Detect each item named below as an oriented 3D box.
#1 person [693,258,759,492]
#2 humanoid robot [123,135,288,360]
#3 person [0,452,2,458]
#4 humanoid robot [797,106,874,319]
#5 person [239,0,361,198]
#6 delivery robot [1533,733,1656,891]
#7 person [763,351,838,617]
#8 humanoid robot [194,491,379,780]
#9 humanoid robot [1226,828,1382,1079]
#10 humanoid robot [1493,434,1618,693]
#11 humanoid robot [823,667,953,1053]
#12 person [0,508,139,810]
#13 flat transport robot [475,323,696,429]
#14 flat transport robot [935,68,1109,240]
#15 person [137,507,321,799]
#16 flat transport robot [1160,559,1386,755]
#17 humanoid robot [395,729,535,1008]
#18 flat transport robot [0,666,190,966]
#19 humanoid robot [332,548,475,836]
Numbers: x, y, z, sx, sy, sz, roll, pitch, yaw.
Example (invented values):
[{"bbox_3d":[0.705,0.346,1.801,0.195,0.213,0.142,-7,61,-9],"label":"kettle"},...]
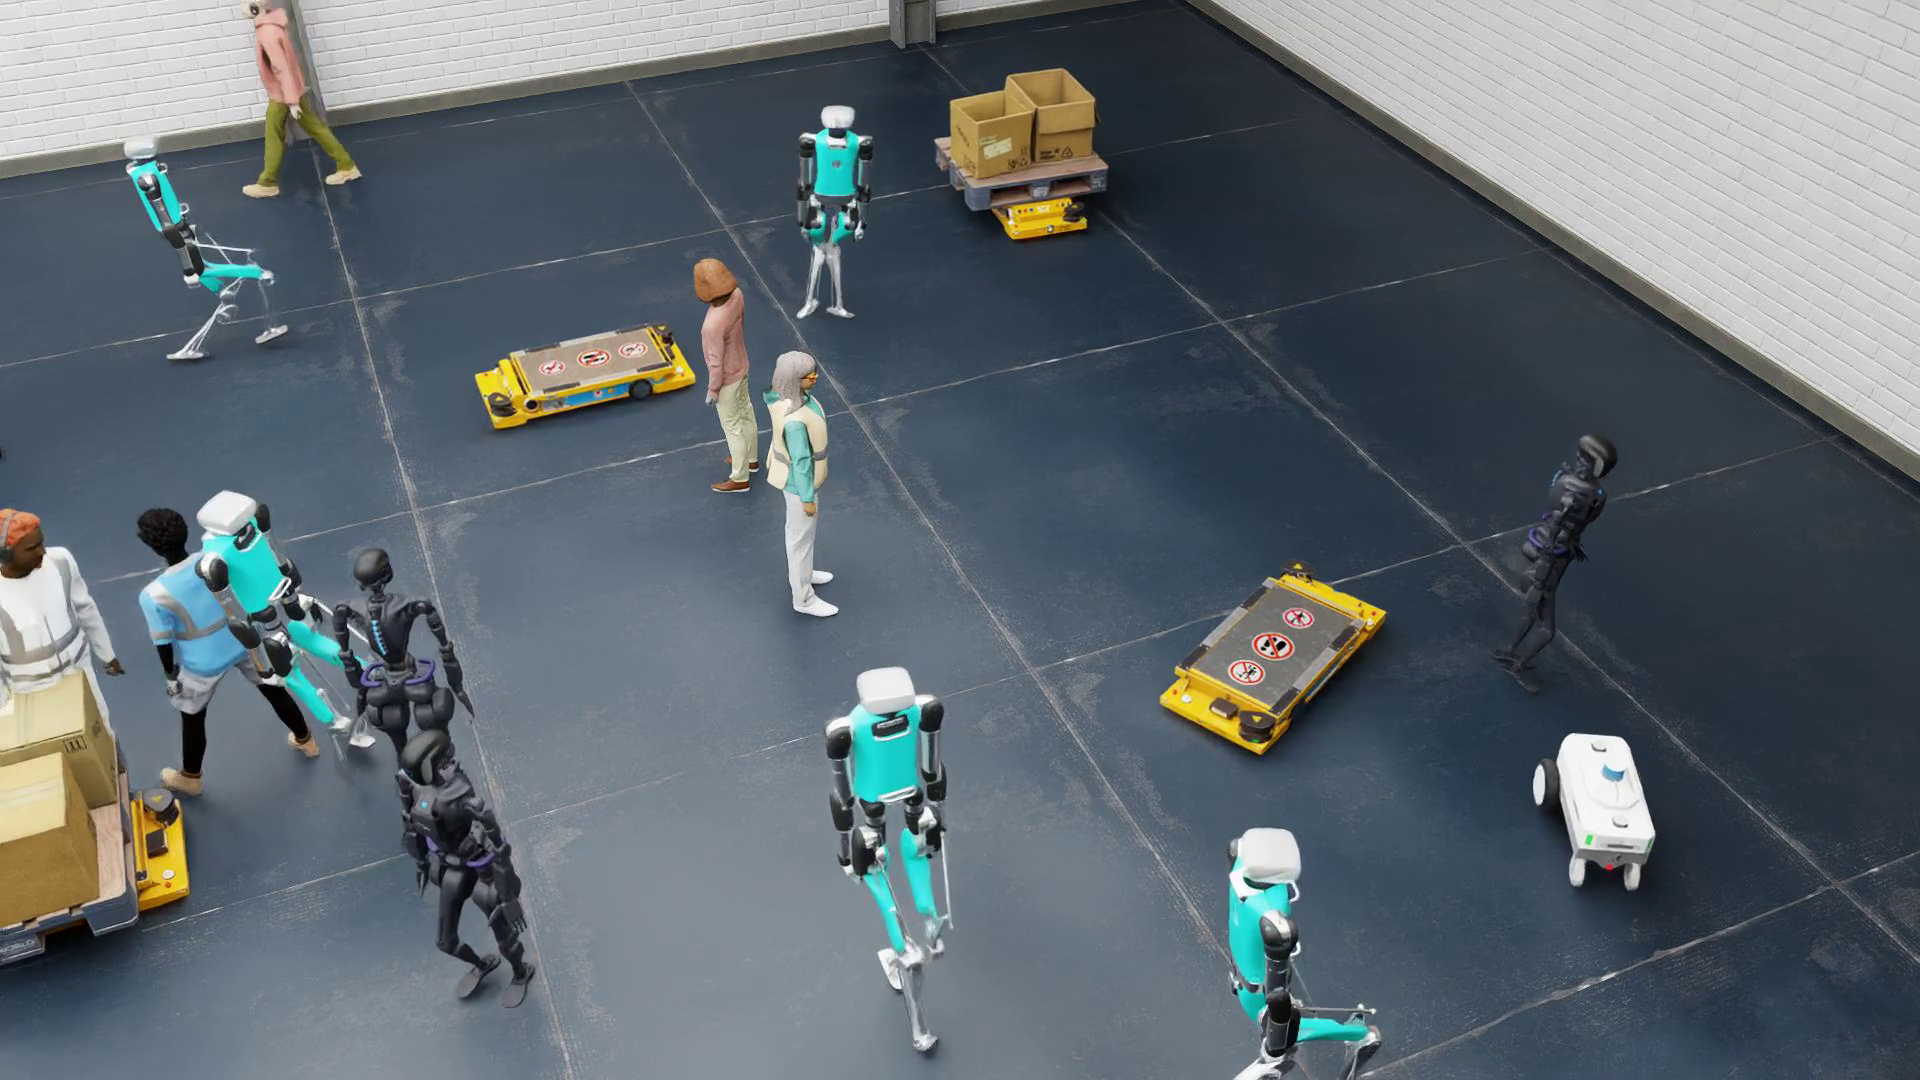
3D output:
[{"bbox_3d":[-1.476,-1.041,10.506,0.278,1.633,0.498,8,38,11],"label":"person"},{"bbox_3d":[-5.264,-2.063,11.807,1.045,1.770,0.544,-16,40,-20],"label":"humanoid robot"},{"bbox_3d":[-6.661,-1.292,10.587,0.365,1.935,0.551,29,46,33],"label":"person"},{"bbox_3d":[-0.924,-2.422,12.213,0.602,1.762,0.743,-3,38,-4],"label":"humanoid robot"},{"bbox_3d":[-5.670,-3.768,13.939,0.975,1.786,0.546,-9,38,-12],"label":"person"},{"bbox_3d":[3.210,1.317,8.338,0.499,0.611,0.792,4,38,5],"label":"delivery robot"},{"bbox_3d":[-0.919,-0.328,9.517,0.361,1.709,0.472,-5,38,-6],"label":"person"},{"bbox_3d":[-3.234,0.569,8.405,0.781,1.872,0.567,6,38,7],"label":"humanoid robot"},{"bbox_3d":[1.405,1.821,6.738,1.049,1.758,0.550,-6,38,-8],"label":"humanoid robot"},{"bbox_3d":[3.214,0.092,9.008,0.372,1.642,0.613,25,44,29],"label":"humanoid robot"},{"bbox_3d":[-0.205,1.486,7.197,0.530,1.840,0.887,-14,40,-18],"label":"humanoid robot"},{"bbox_3d":[-4.414,0.672,8.093,0.414,1.859,0.662,24,43,27],"label":"person"},{"bbox_3d":[-2.662,-1.176,11.805,1.431,0.231,0.659,-15,40,-19],"label":"flat transport robot"},{"bbox_3d":[0.522,-2.984,14.158,0.659,0.231,1.431,-12,39,-15],"label":"flat transport robot"},{"bbox_3d":[-3.832,0.579,8.386,0.469,1.663,0.697,26,45,30],"label":"person"},{"bbox_3d":[1.800,0.637,9.444,0.659,0.231,1.431,26,44,30],"label":"flat transport robot"},{"bbox_3d":[-2.124,1.446,7.240,0.600,1.646,0.344,17,41,21],"label":"humanoid robot"},{"bbox_3d":[-4.548,1.677,8.090,1.431,0.231,0.659,-15,40,-19],"label":"flat transport robot"},{"bbox_3d":[-2.706,0.756,8.154,0.591,1.651,0.359,-2,38,-2],"label":"humanoid robot"}]
